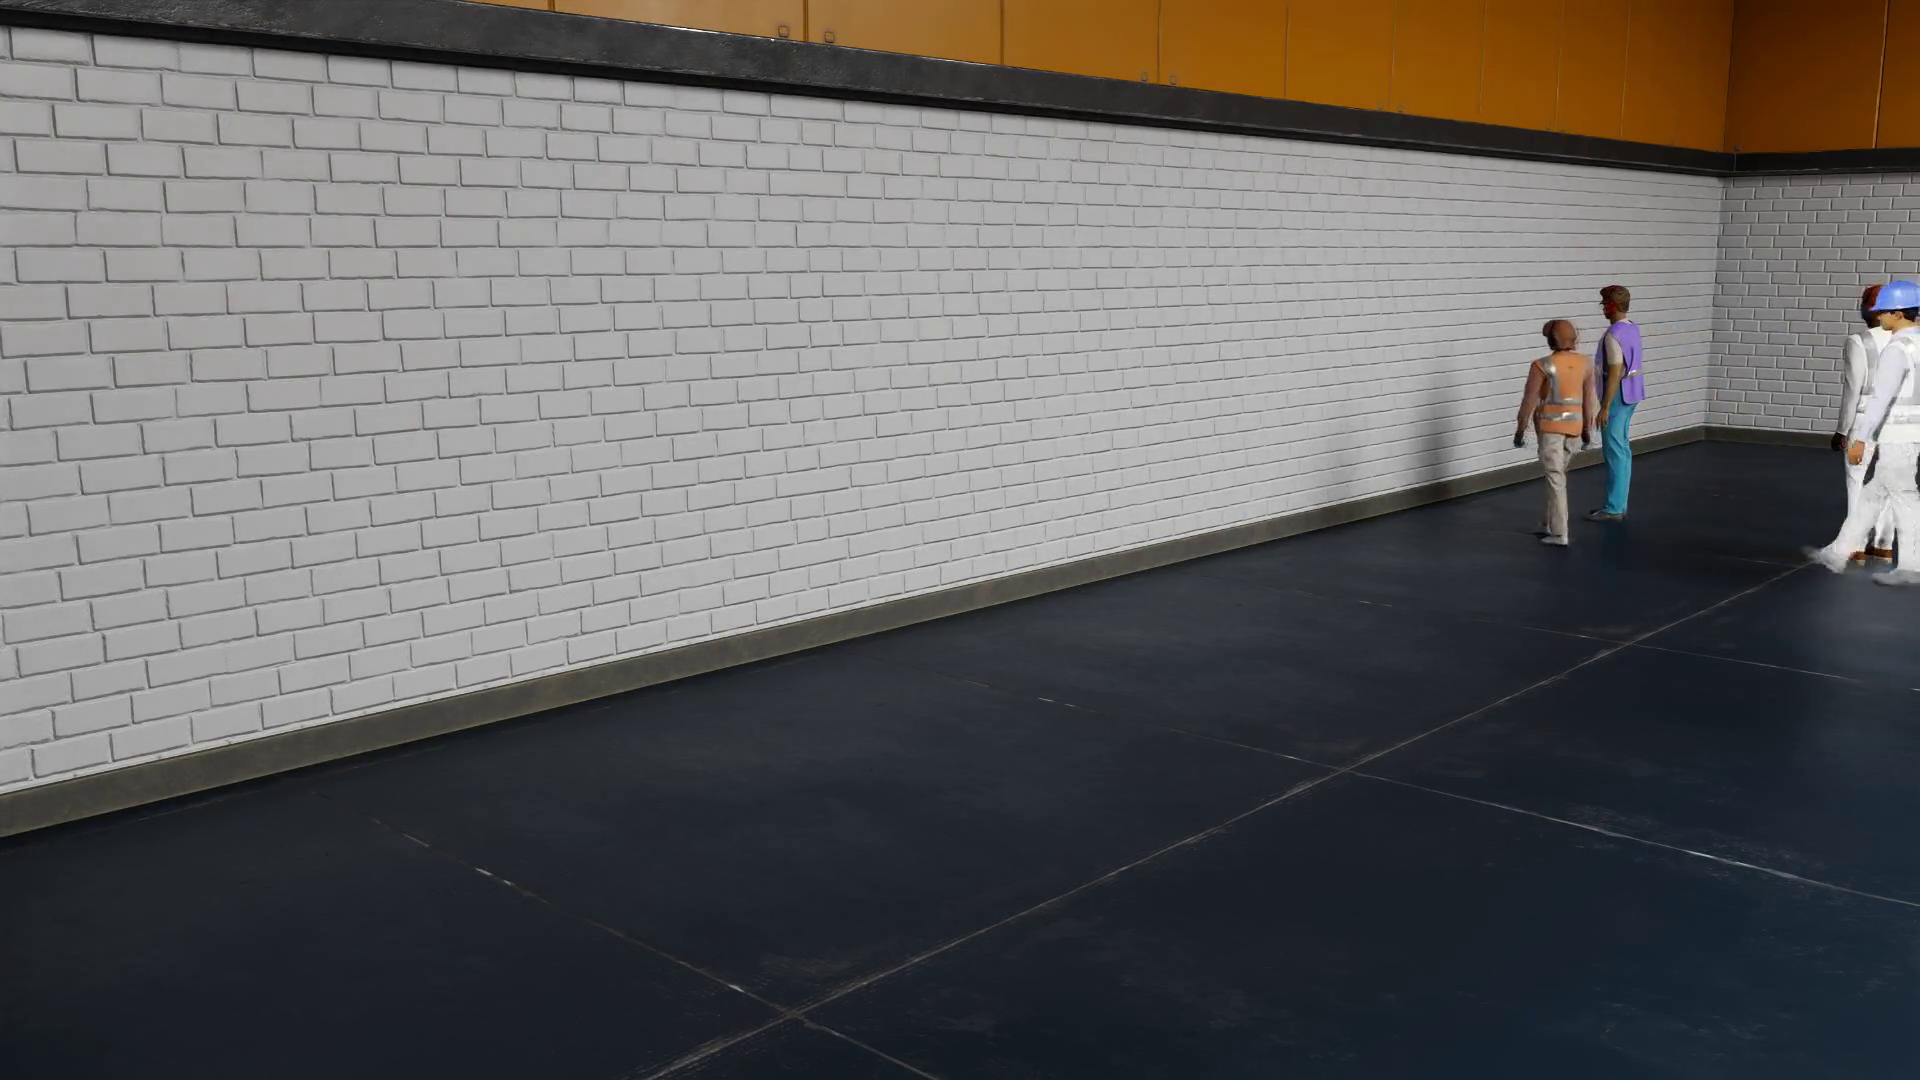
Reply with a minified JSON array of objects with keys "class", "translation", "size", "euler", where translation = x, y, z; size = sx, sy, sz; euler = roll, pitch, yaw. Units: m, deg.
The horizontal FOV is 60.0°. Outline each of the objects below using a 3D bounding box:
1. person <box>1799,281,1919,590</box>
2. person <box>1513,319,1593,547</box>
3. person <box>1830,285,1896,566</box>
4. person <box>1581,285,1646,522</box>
[{"class":"person","translation":[5.771,-0.668,10.532],"size":[0.846,1.910,0.622],"euler":[9,13,41]},{"class":"person","translation":[4.241,-0.779,12.003],"size":[0.538,1.612,0.667],"euler":[-4,11,-20]},{"class":"person","translation":[6.134,-0.766,11.191],"size":[0.584,1.880,0.337],"euler":[-3,10,-17]},{"class":"person","translation":[5.099,-1.055,12.954],"size":[0.361,1.842,0.564],"euler":[7,12,34]}]
